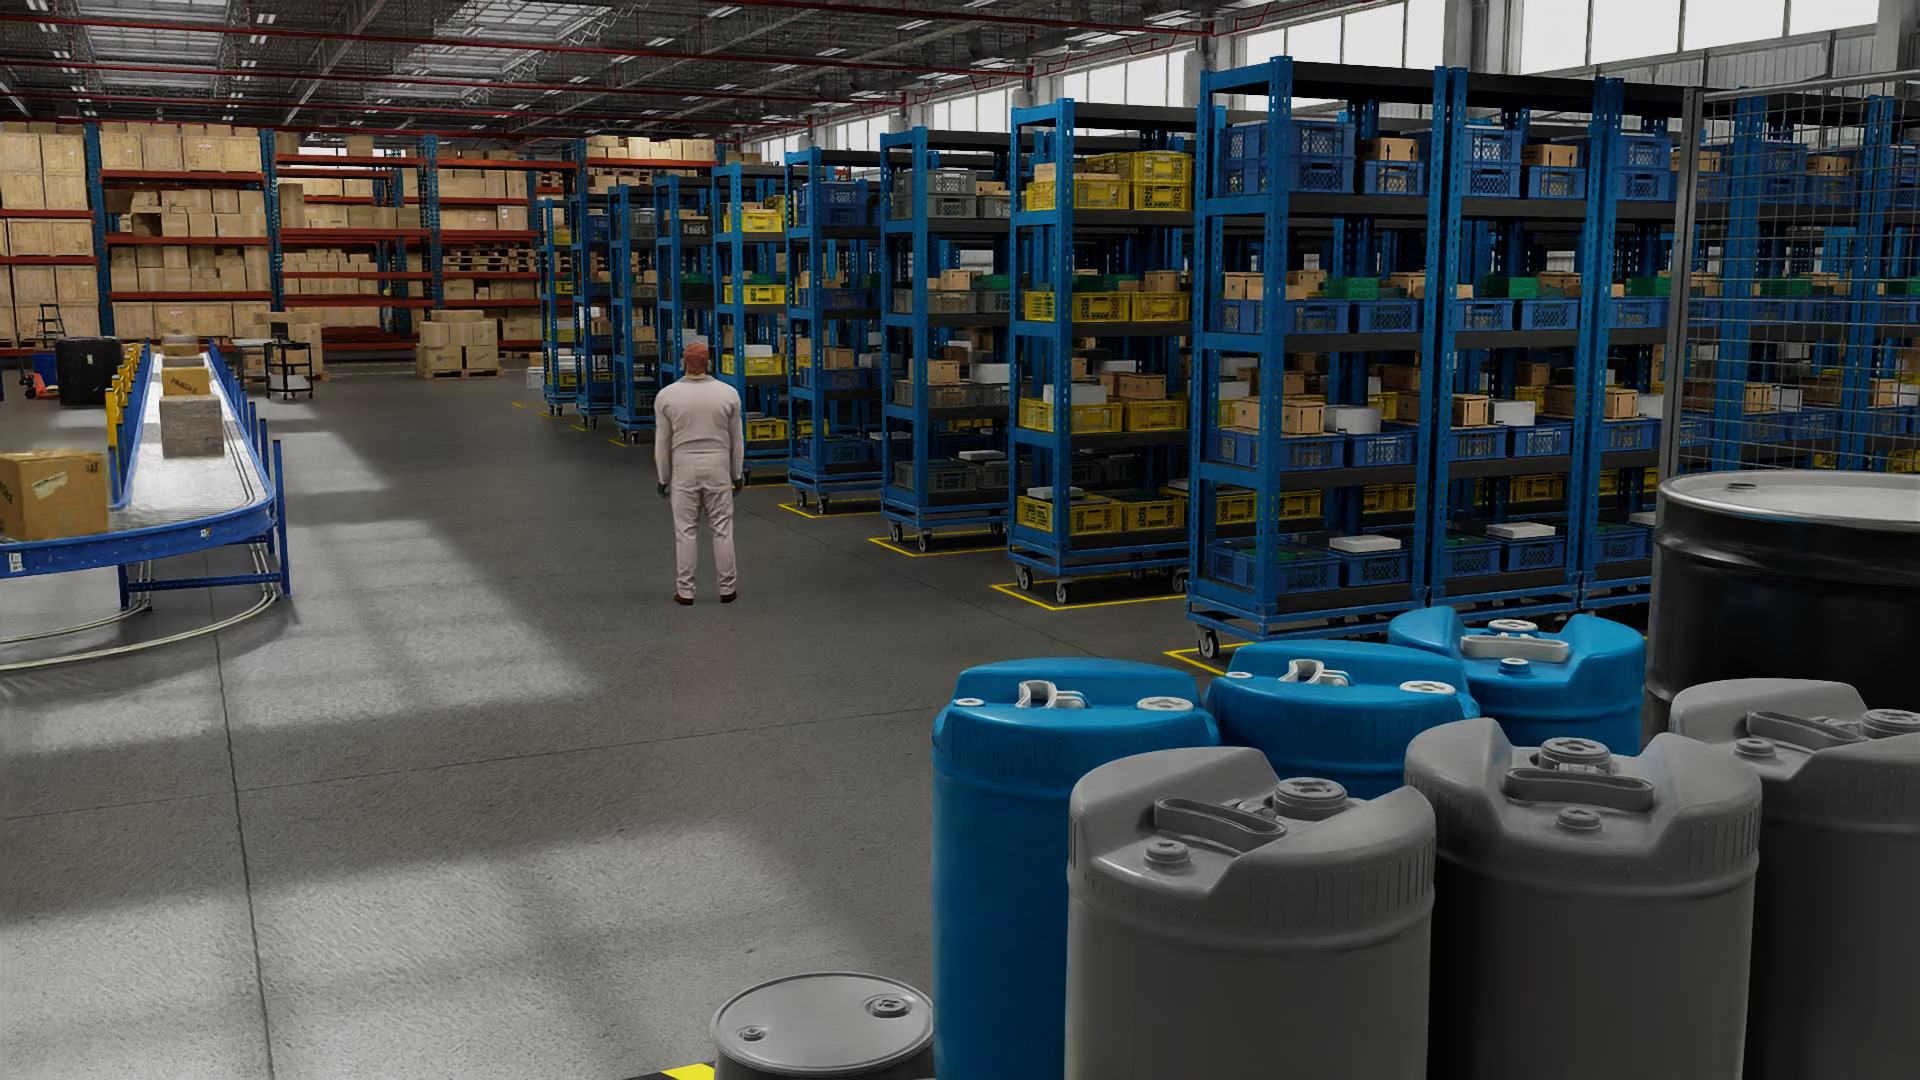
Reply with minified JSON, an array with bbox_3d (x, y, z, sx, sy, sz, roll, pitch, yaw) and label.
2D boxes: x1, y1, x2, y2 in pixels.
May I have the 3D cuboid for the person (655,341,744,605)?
[{"bbox_3d":[-1.886,-0.478,12.064,0.637,1.911,0.406,-2,9,-14],"label":"person"}]

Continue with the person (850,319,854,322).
[{"bbox_3d":[-3.413,-6.967,52.622,0.762,1.815,0.631,5,10,29],"label":"person"}]

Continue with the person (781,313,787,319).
[{"bbox_3d":[-4.649,-5.974,45.941,0.608,1.986,0.409,-5,10,-29],"label":"person"}]

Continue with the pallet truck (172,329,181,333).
[{"bbox_3d":[-17.275,-3.851,35.096,1.601,1.201,0.680,0,9,1],"label":"pallet truck"}]

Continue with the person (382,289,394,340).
[{"bbox_3d":[-19.008,-7.415,55.342,0.403,1.831,0.602,-3,10,-17],"label":"person"}]

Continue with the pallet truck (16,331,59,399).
[{"bbox_3d":[-17.082,-3.353,31.781,1.630,1.274,0.653,-4,10,-25],"label":"pallet truck"}]
